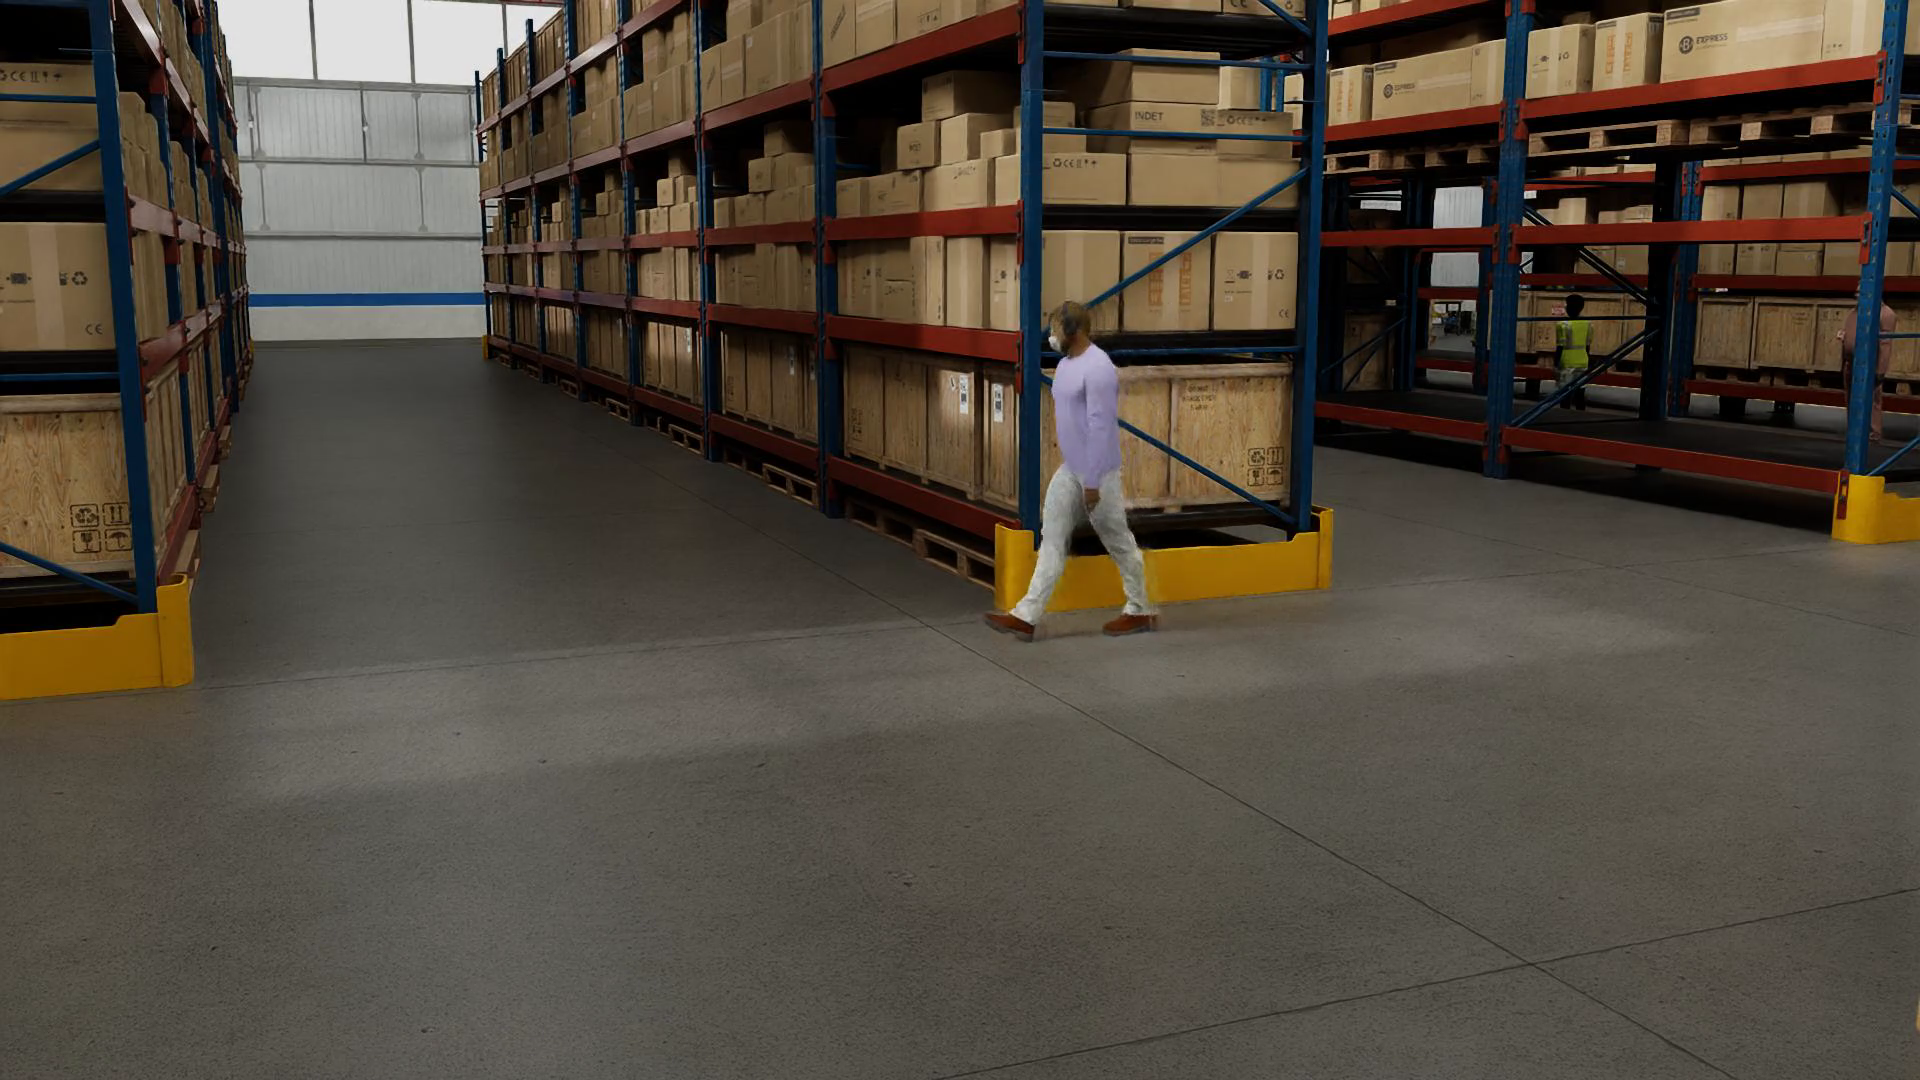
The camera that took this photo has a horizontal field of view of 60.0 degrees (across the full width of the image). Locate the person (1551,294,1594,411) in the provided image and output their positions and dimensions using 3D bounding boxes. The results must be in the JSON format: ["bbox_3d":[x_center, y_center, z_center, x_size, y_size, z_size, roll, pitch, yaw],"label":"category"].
[{"bbox_3d":[7.312,-2.085,19.892,0.535,1.697,0.318,-4,10,-23],"label":"person"}]

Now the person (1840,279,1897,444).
[{"bbox_3d":[9.744,-1.862,17.972,0.398,1.900,0.635,-2,10,-14],"label":"person"}]

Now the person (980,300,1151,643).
[{"bbox_3d":[0.639,-0.362,9.081,1.031,1.862,0.664,-4,10,-22],"label":"person"}]
